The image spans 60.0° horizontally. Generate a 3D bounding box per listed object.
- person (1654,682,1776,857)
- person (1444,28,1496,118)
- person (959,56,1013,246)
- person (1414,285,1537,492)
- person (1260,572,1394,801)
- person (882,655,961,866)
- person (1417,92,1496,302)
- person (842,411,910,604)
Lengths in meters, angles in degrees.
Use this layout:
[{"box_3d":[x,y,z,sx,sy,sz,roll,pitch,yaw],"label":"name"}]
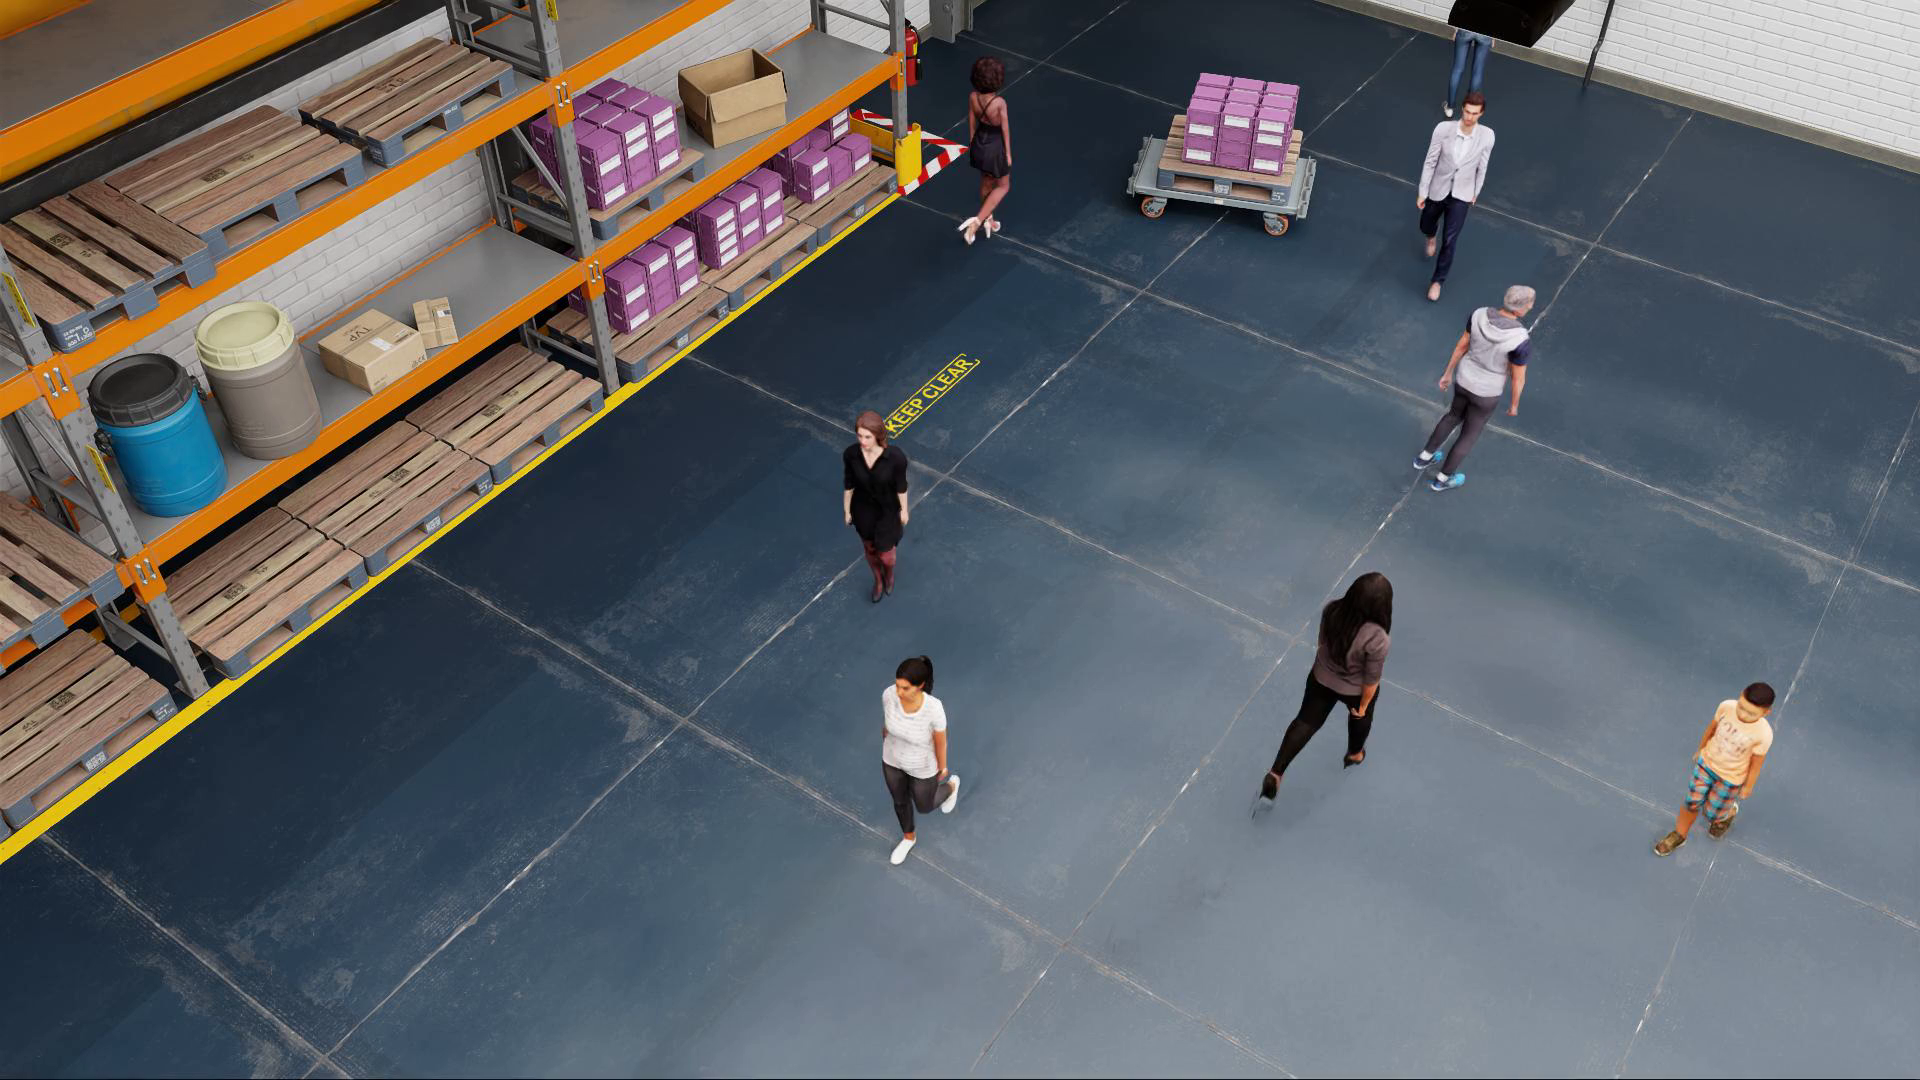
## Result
[{"box_3d":[4.580,1.332,9.877,0.867,1.453,0.715,-24,49,-23],"label":"person"},{"box_3d":[5.057,-4.980,16.299,0.676,1.733,0.733,13,45,13],"label":"person"},{"box_3d":[0.213,-3.337,14.547,0.573,1.772,0.853,27,50,26],"label":"person"},{"box_3d":[3.736,-1.088,12.176,0.834,1.786,0.809,34,53,30],"label":"person"},{"box_3d":[2.241,0.924,10.051,0.772,1.805,1.168,34,53,30],"label":"person"},{"box_3d":[-0.240,1.245,9.838,0.584,1.633,0.843,23,48,22],"label":"person"},{"box_3d":[4.180,-3.011,14.164,0.845,1.828,1.153,14,45,14],"label":"person"},{"box_3d":[-0.547,-0.251,11.364,0.675,1.693,0.686,9,44,10],"label":"person"}]
